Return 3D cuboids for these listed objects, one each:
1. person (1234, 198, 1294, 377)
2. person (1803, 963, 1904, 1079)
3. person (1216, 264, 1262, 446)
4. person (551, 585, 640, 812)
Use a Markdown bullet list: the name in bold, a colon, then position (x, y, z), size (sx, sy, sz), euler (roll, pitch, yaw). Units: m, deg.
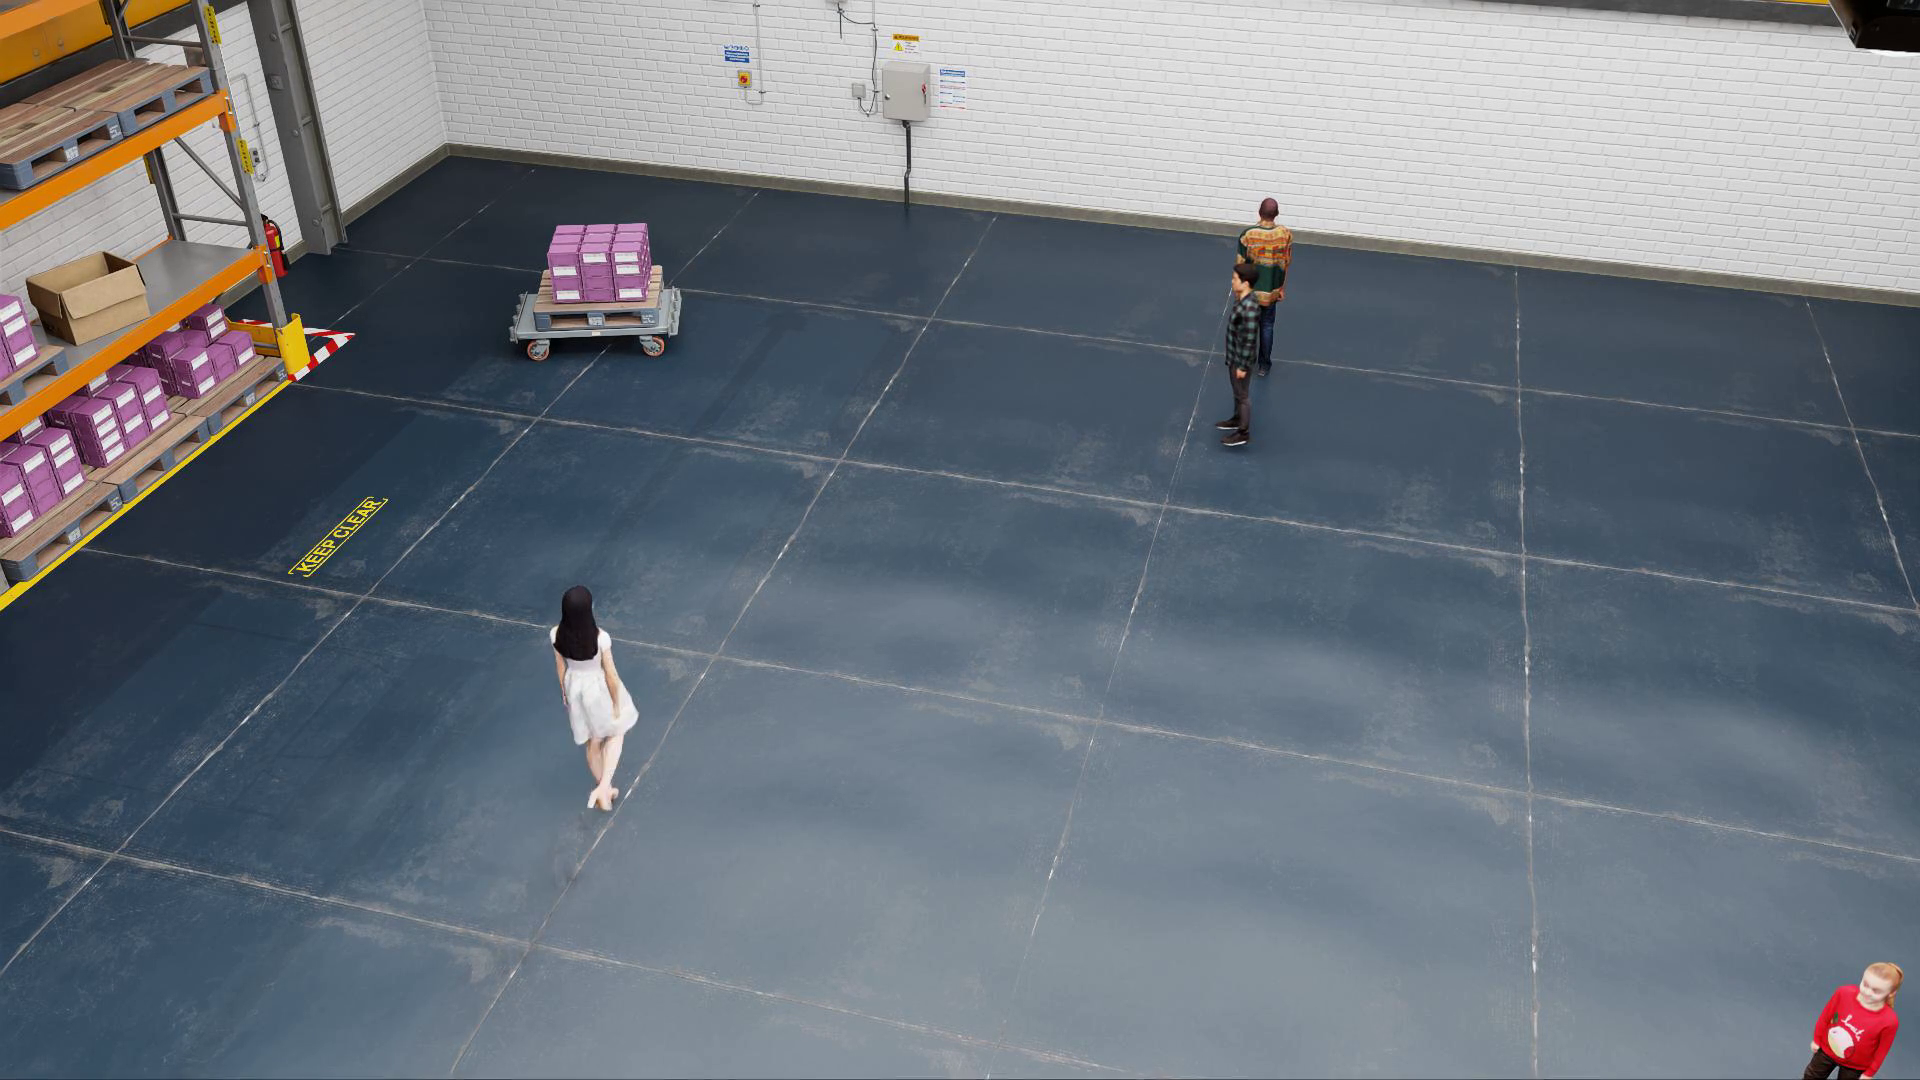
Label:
- **person**: position (2.885, -2.425, 15.977), size (0.782, 1.807, 0.770), euler (-2, 34, -2)
- **person**: position (4.658, 2.696, 8.747), size (0.628, 1.280, 0.585), euler (-27, 42, -34)
- **person**: position (2.517, -1.664, 14.783), size (0.762, 1.712, 0.575), euler (0, 34, 1)
- **person**: position (-2.402, 1.101, 10.713), size (0.688, 1.761, 0.838), euler (4, 34, 6)
